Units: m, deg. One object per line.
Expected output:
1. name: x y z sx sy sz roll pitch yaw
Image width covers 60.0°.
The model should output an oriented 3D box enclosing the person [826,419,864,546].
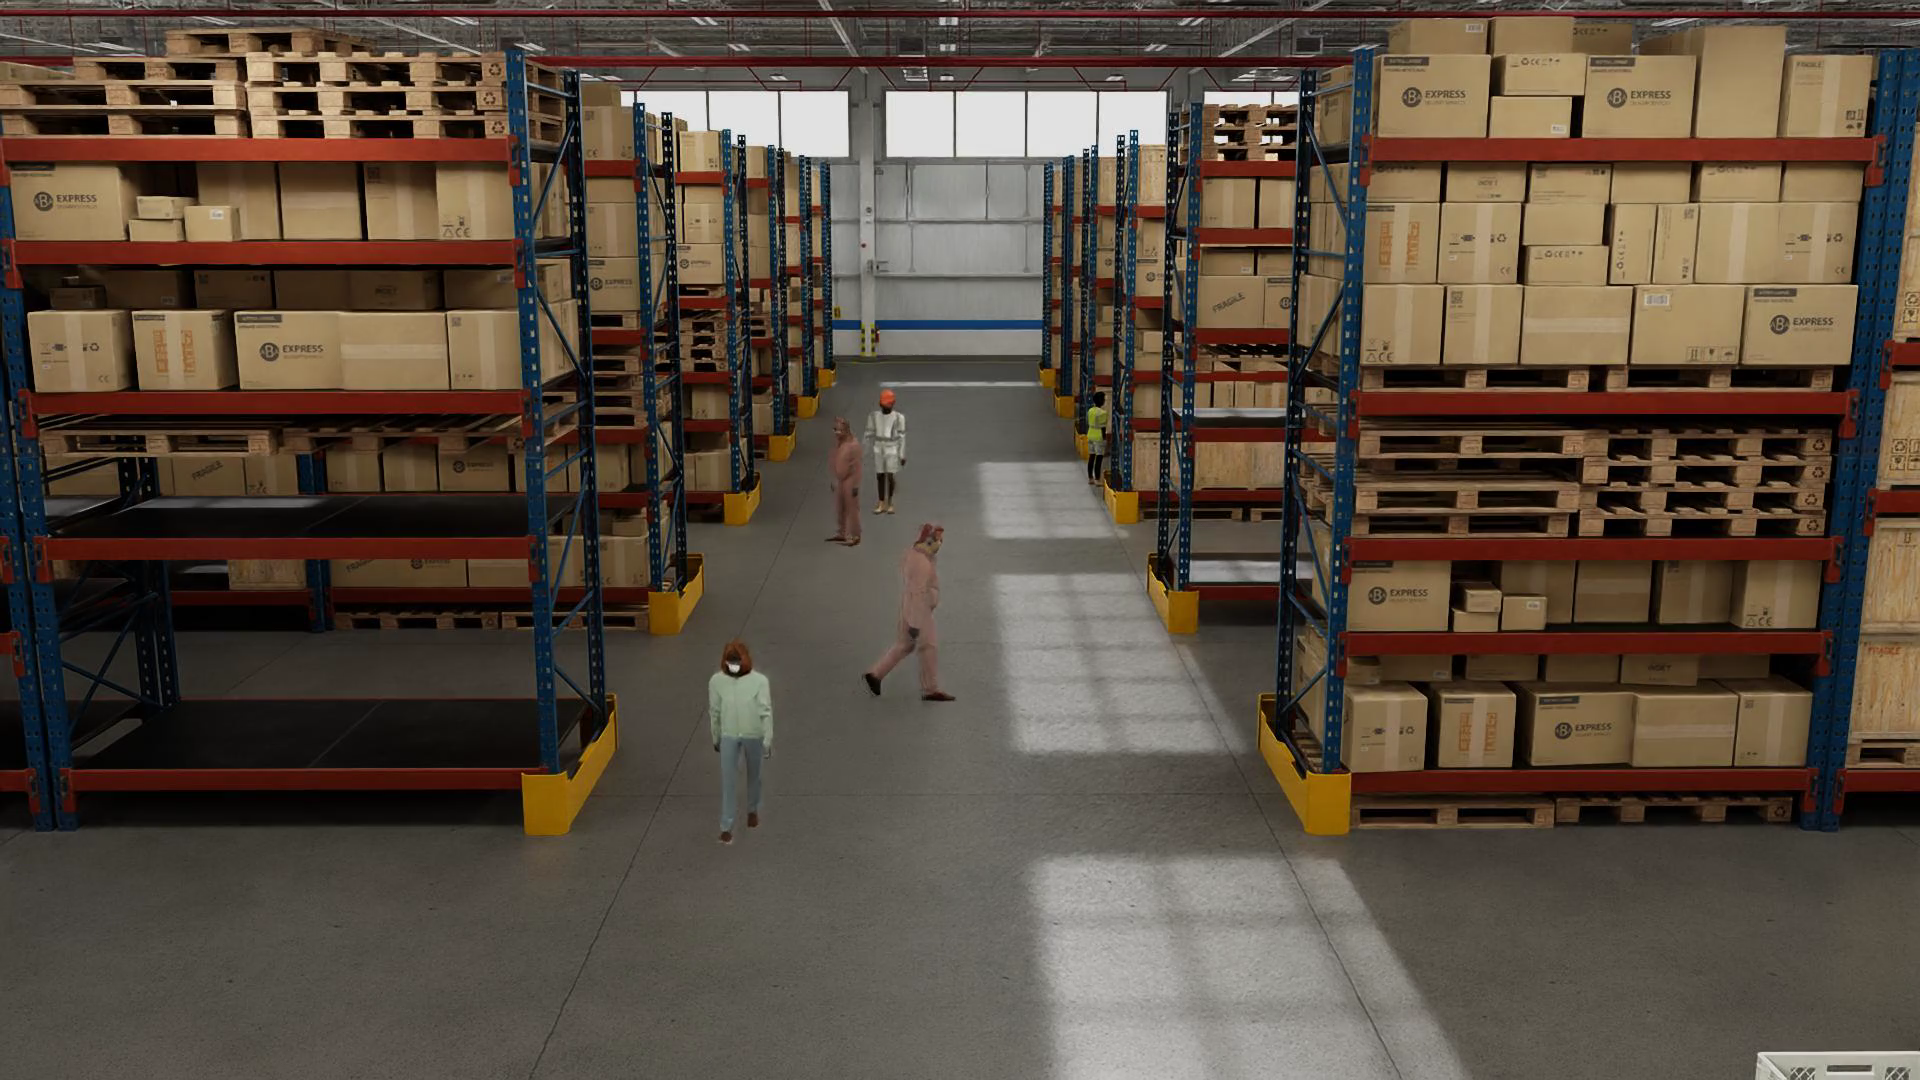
1. person: -1.727 -0.852 24.442 0.773 1.882 0.403 11 16 44

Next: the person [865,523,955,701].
1. person: -0.504 0.726 16.646 0.836 1.863 0.737 -2 12 -7

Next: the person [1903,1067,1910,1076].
1. person: 5.840 2.173 9.321 0.743 1.924 0.639 4 12 17

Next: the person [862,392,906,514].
1. person: -1.255 -1.389 26.777 0.739 2.005 0.514 4 12 19

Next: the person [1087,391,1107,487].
1. person: 2.435 -1.796 29.569 0.319 1.694 0.535 -5 13 -25

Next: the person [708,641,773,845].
1. person: -1.722 1.582 13.057 0.519 1.586 0.852 0 11 1
